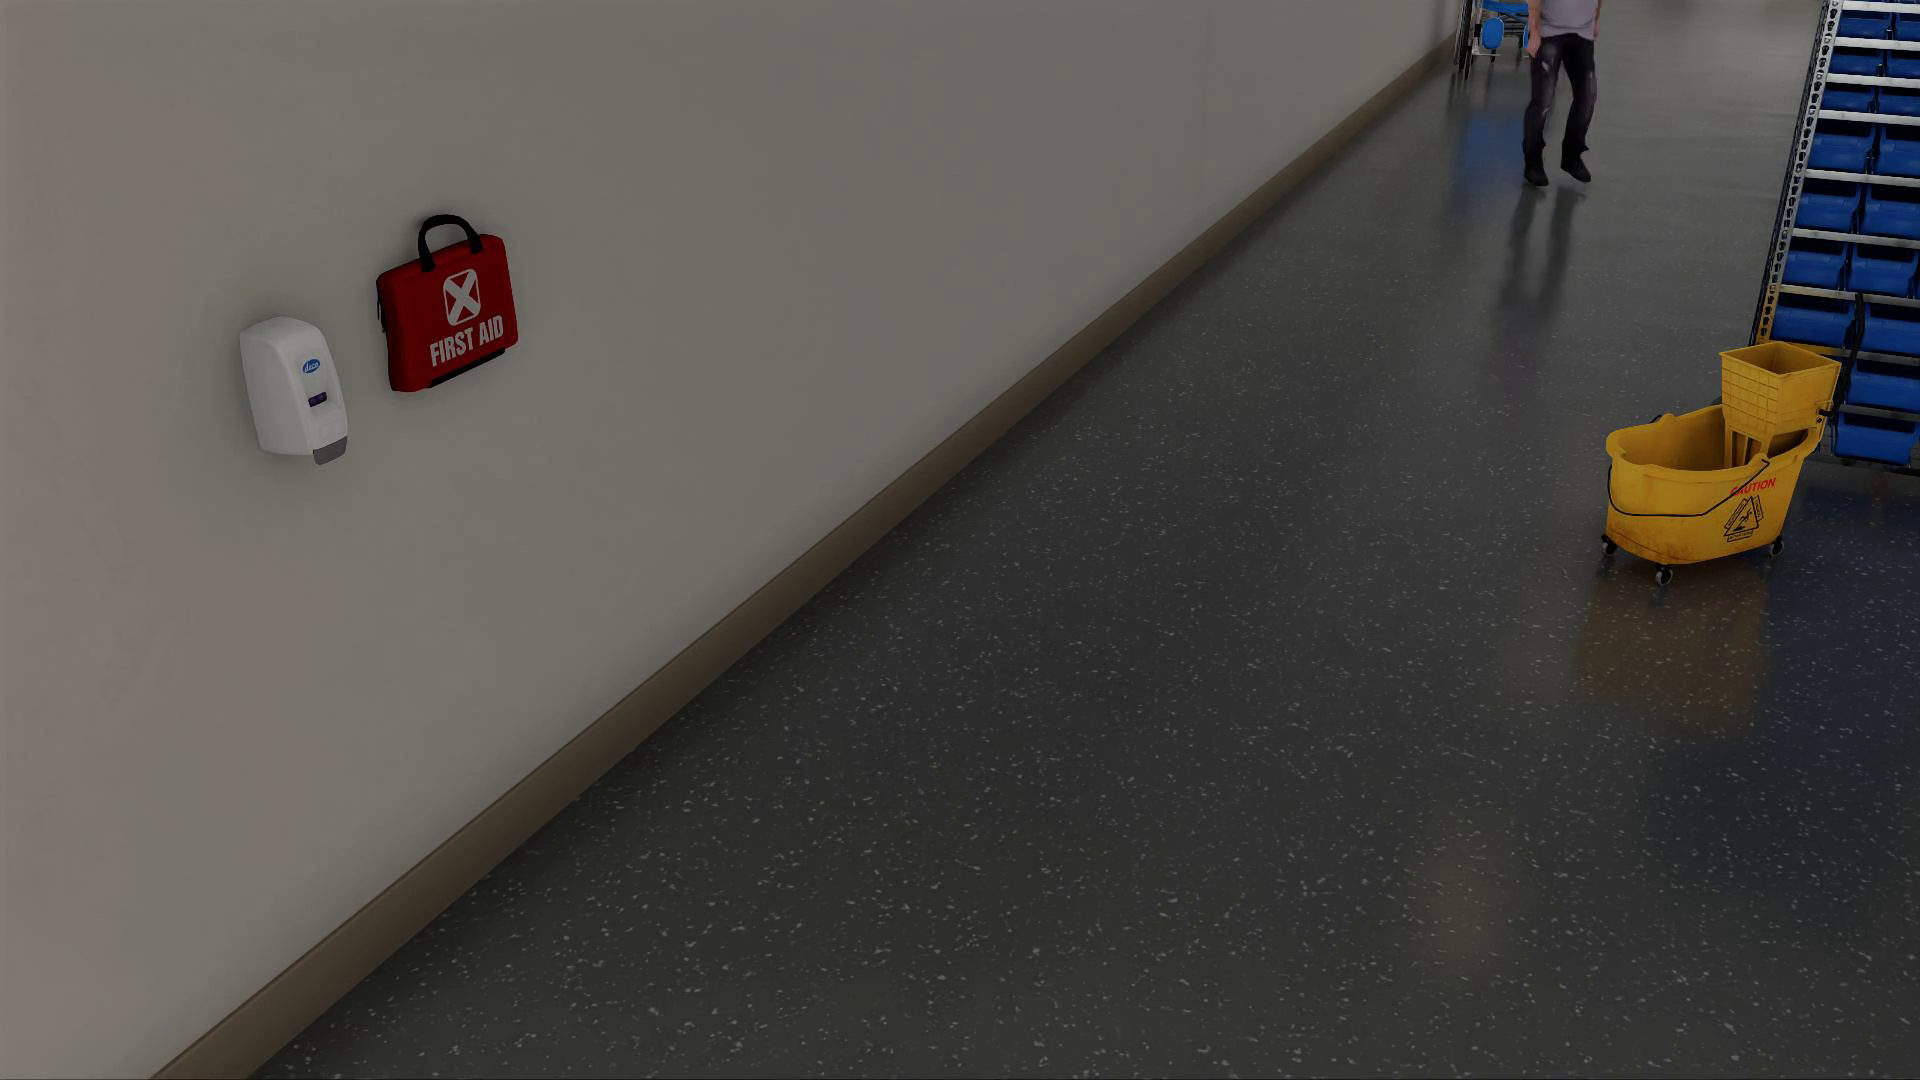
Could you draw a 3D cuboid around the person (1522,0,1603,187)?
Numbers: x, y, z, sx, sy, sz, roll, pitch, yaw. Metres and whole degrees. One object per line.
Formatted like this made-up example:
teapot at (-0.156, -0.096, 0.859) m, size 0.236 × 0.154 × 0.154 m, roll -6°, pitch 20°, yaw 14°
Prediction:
person at (3.540, -2.987, 9.788) m, size 0.820 × 1.795 × 0.920 m, roll -11°, pitch 28°, yaw -22°
